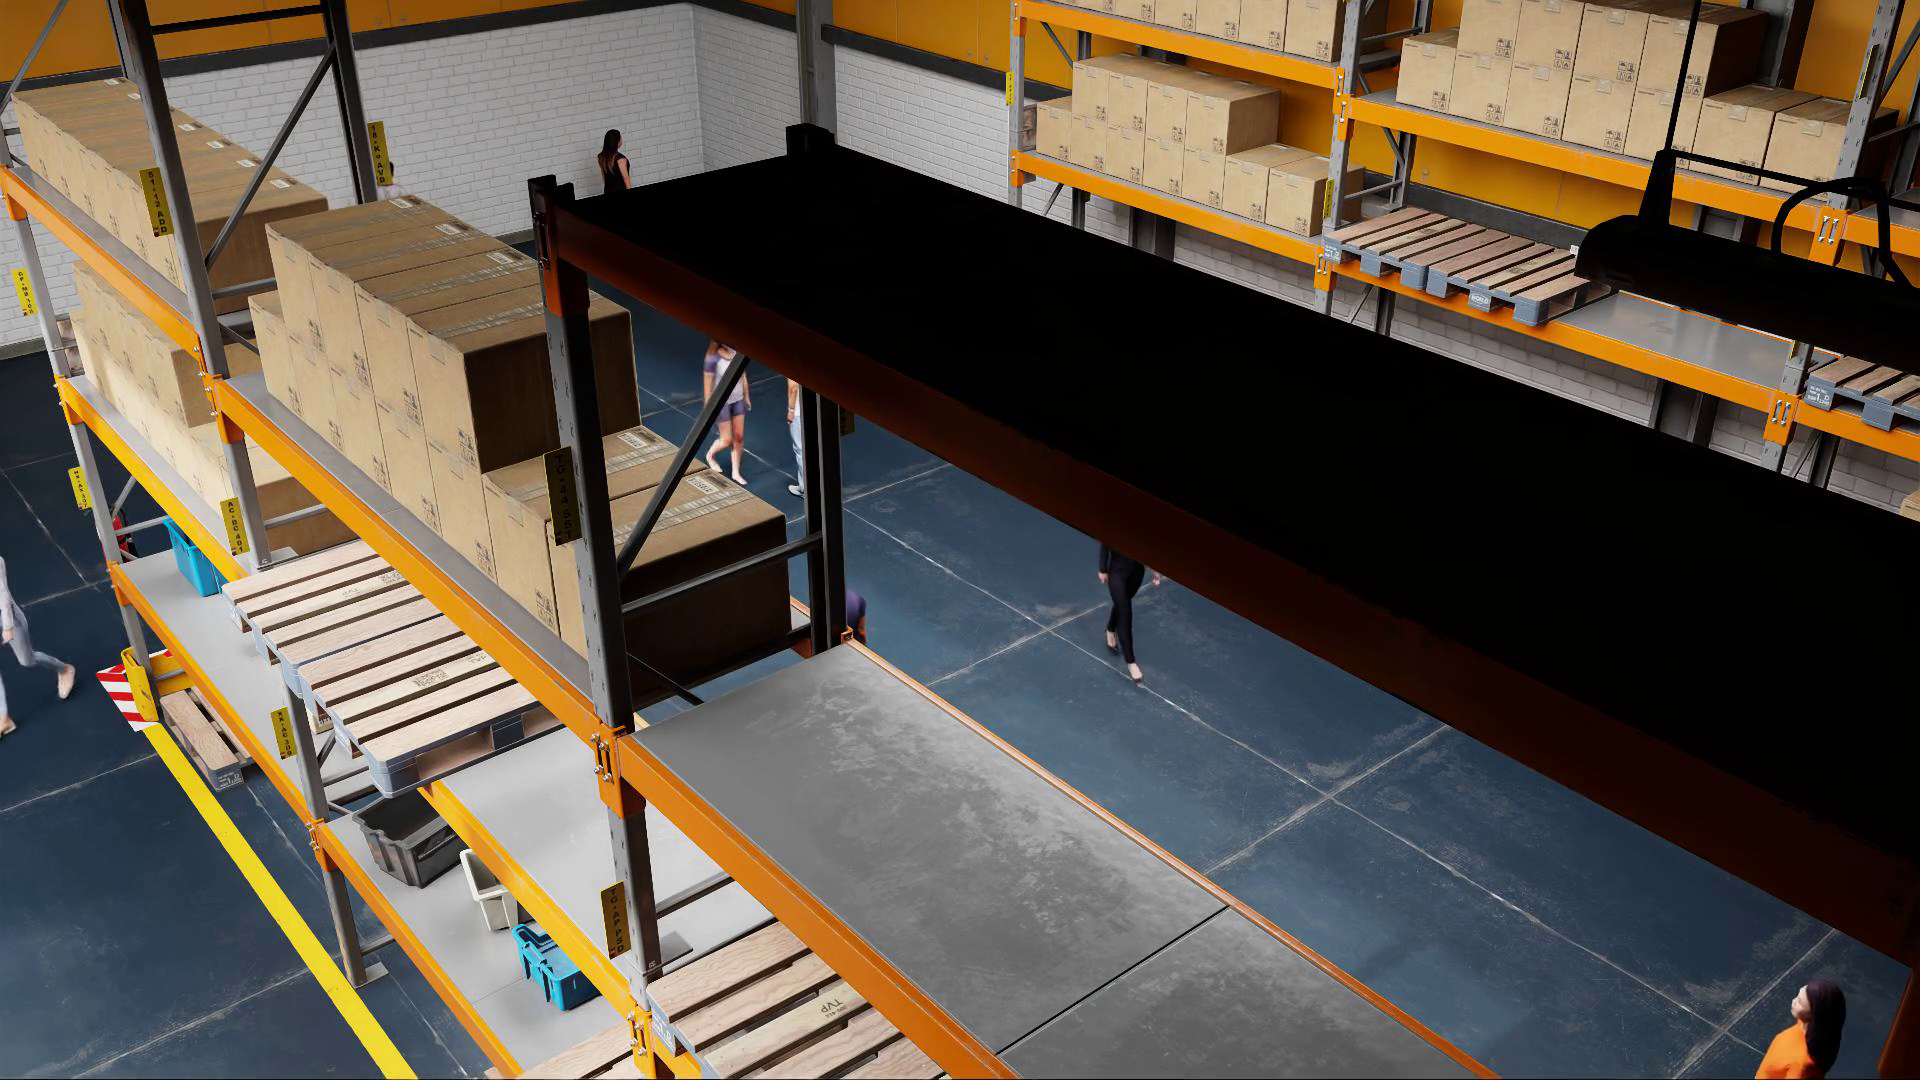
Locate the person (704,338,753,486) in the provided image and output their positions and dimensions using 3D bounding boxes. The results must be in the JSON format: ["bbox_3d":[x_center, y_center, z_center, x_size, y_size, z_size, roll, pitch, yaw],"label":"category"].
[{"bbox_3d":[-2.306,-1.349,16.121,0.736,1.710,0.660,25,37,38],"label":"person"}]

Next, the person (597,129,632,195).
[{"bbox_3d":[-4.532,-4.577,22.029,0.630,1.718,0.772,18,33,29],"label":"person"}]

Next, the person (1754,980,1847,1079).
[{"bbox_3d":[4.220,2.897,8.308,0.759,1.737,0.729,16,32,26],"label":"person"}]

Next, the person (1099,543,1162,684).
[{"bbox_3d":[1.290,0.249,13.238,0.782,1.664,1.101,-12,31,-20],"label":"person"}]

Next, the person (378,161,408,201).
[{"bbox_3d":[-6.967,-3.813,20.570,0.674,1.773,0.725,1,29,2],"label":"person"}]

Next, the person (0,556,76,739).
[{"bbox_3d":[-7.152,0.584,12.520,1.085,1.765,1.105,5,29,9],"label":"person"}]
